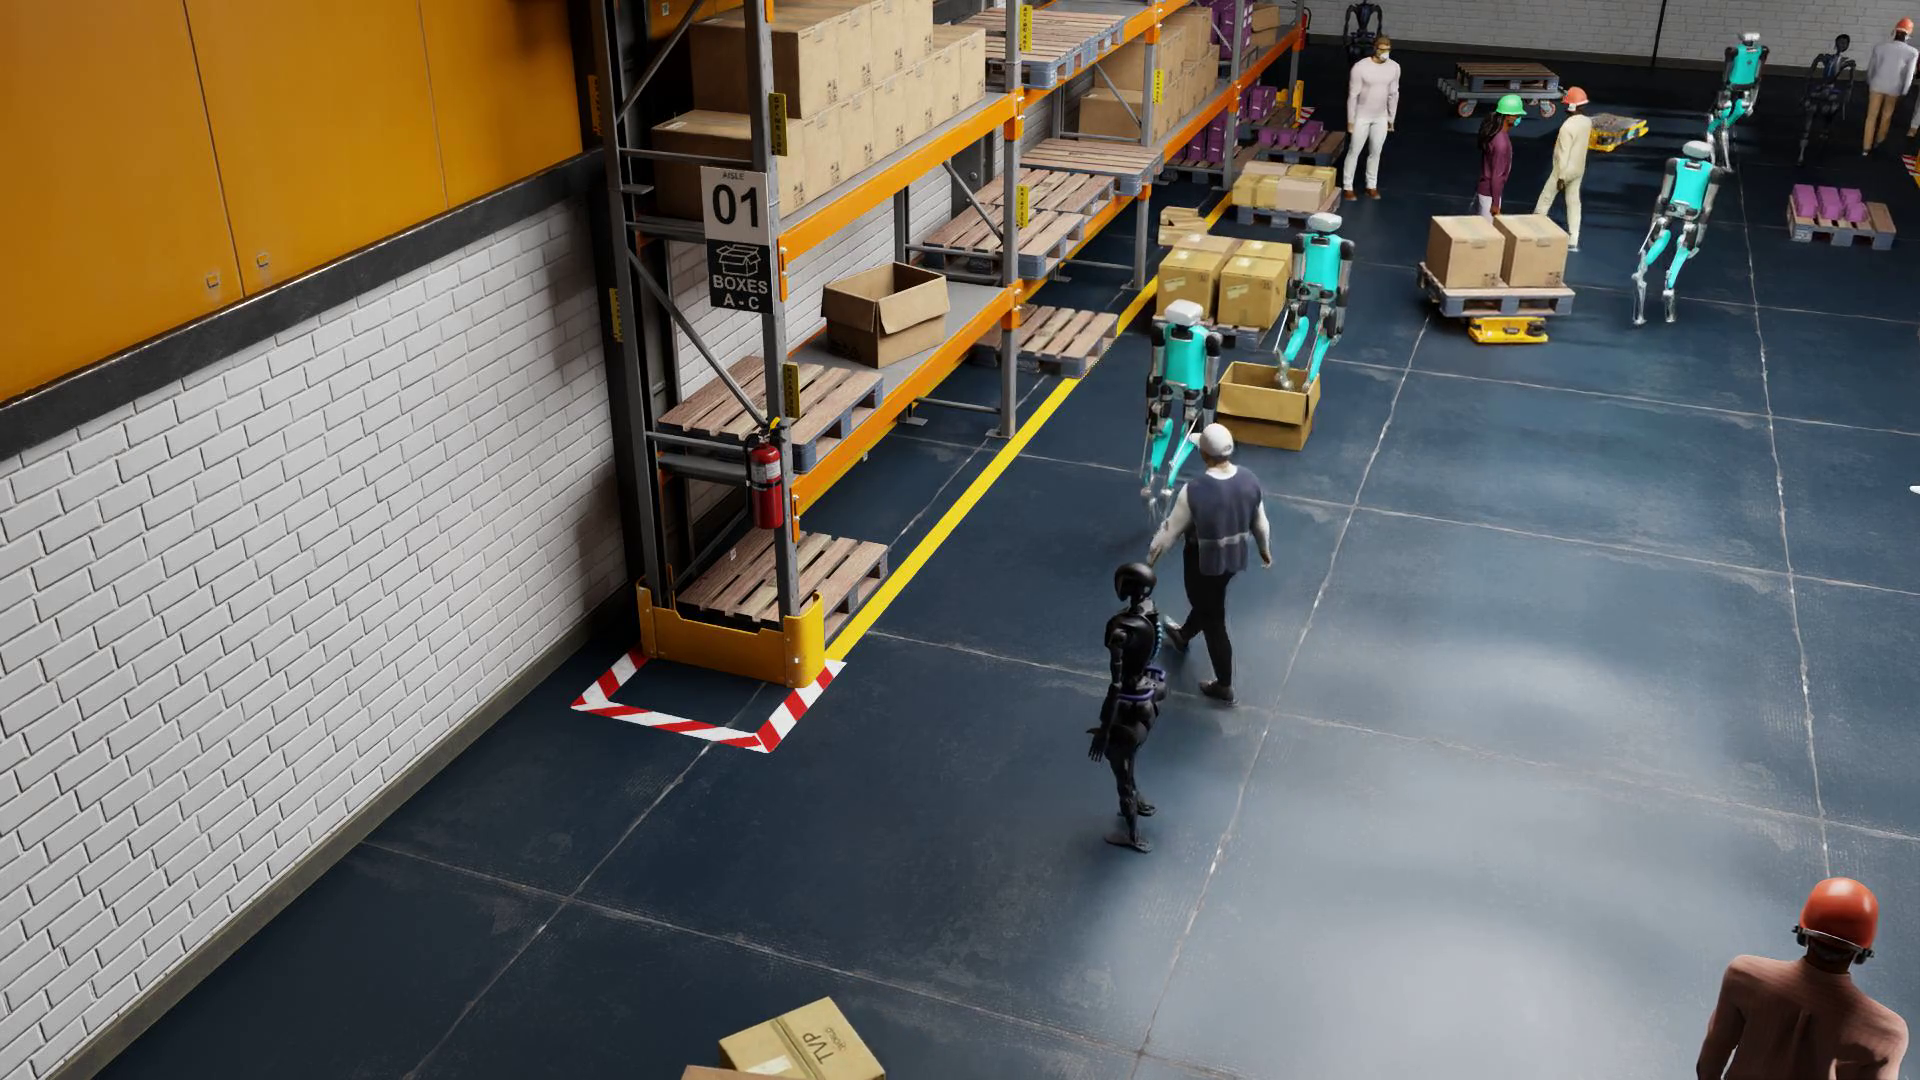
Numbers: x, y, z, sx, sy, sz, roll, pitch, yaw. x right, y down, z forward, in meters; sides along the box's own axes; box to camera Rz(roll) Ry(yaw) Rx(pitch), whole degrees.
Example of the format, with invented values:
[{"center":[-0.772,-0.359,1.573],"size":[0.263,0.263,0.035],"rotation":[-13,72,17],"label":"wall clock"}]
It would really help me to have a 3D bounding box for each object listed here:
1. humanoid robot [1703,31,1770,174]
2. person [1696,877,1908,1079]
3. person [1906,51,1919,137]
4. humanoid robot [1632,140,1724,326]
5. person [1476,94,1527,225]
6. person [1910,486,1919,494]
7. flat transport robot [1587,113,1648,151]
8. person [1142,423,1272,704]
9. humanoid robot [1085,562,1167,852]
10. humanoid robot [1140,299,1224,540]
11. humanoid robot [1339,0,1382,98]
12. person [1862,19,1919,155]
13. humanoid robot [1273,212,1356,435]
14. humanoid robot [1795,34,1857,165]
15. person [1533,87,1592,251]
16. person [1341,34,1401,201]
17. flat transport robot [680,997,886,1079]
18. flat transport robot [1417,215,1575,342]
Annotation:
[{"center":[9.589,-5.484,20.753],"size":[0.530,1.762,0.658],"rotation":[-3,27,-5],"label":"humanoid robot"},{"center":[2.932,2.042,5.923],"size":[0.610,1.986,0.402],"rotation":[22,34,36],"label":"person"},{"center":[13.147,-6.309,22.288],"size":[0.616,1.836,0.432],"rotation":[15,31,27],"label":"person"},{"center":[6.641,-2.796,15.611],"size":[0.543,1.786,0.874],"rotation":[23,35,37],"label":"humanoid robot"},{"center":[5.348,-3.498,16.718],"size":[0.431,1.944,0.482],"rotation":[4,28,8],"label":"person"},{"center":[7.465,-1.098,12.388],"size":[0.505,1.631,0.274],"rotation":[-20,33,-33],"label":"person"},{"center":[8.698,-5.498,22.416],"size":[0.659,0.231,1.431],"rotation":[21,34,35],"label":"flat transport robot"},{"center":[1.444,0.078,10.007],"size":[0.780,1.713,0.904],"rotation":[-16,31,-28],"label":"person"},{"center":[0.872,0.863,8.545],"size":[0.350,1.648,0.584],"rotation":[12,30,23],"label":"humanoid robot"},{"center":[1.433,-0.706,11.585],"size":[0.538,1.842,0.750],"rotation":[16,31,28],"label":"humanoid robot"},{"center":[5.859,-7.265,24.320],"size":[0.614,1.634,0.651],"rotation":[0,27,1],"label":"humanoid robot"},{"center":[12.065,-5.911,21.653],"size":[0.552,1.699,0.907],"rotation":[15,31,26],"label":"person"},{"center":[2.784,-1.666,13.483],"size":[0.559,1.865,0.762],"rotation":[18,32,31],"label":"humanoid robot"},{"center":[10.959,-5.590,21.123],"size":[0.611,1.628,0.794],"rotation":[20,34,34],"label":"humanoid robot"},{"center":[6.456,-4.027,17.966],"size":[0.588,1.717,0.824],"rotation":[-21,34,-34],"label":"person"},{"center":[4.839,-4.968,19.583],"size":[0.632,1.932,0.372],"rotation":[-5,28,-10],"label":"person"},{"center":[-0.598,2.713,6.489],"size":[1.431,0.231,0.659],"rotation":[-15,31,-27],"label":"flat transport robot"},{"center":[5.122,-2.227,16.069],"size":[0.659,0.231,1.431],"rotation":[-1,27,-1],"label":"flat transport robot"}]
